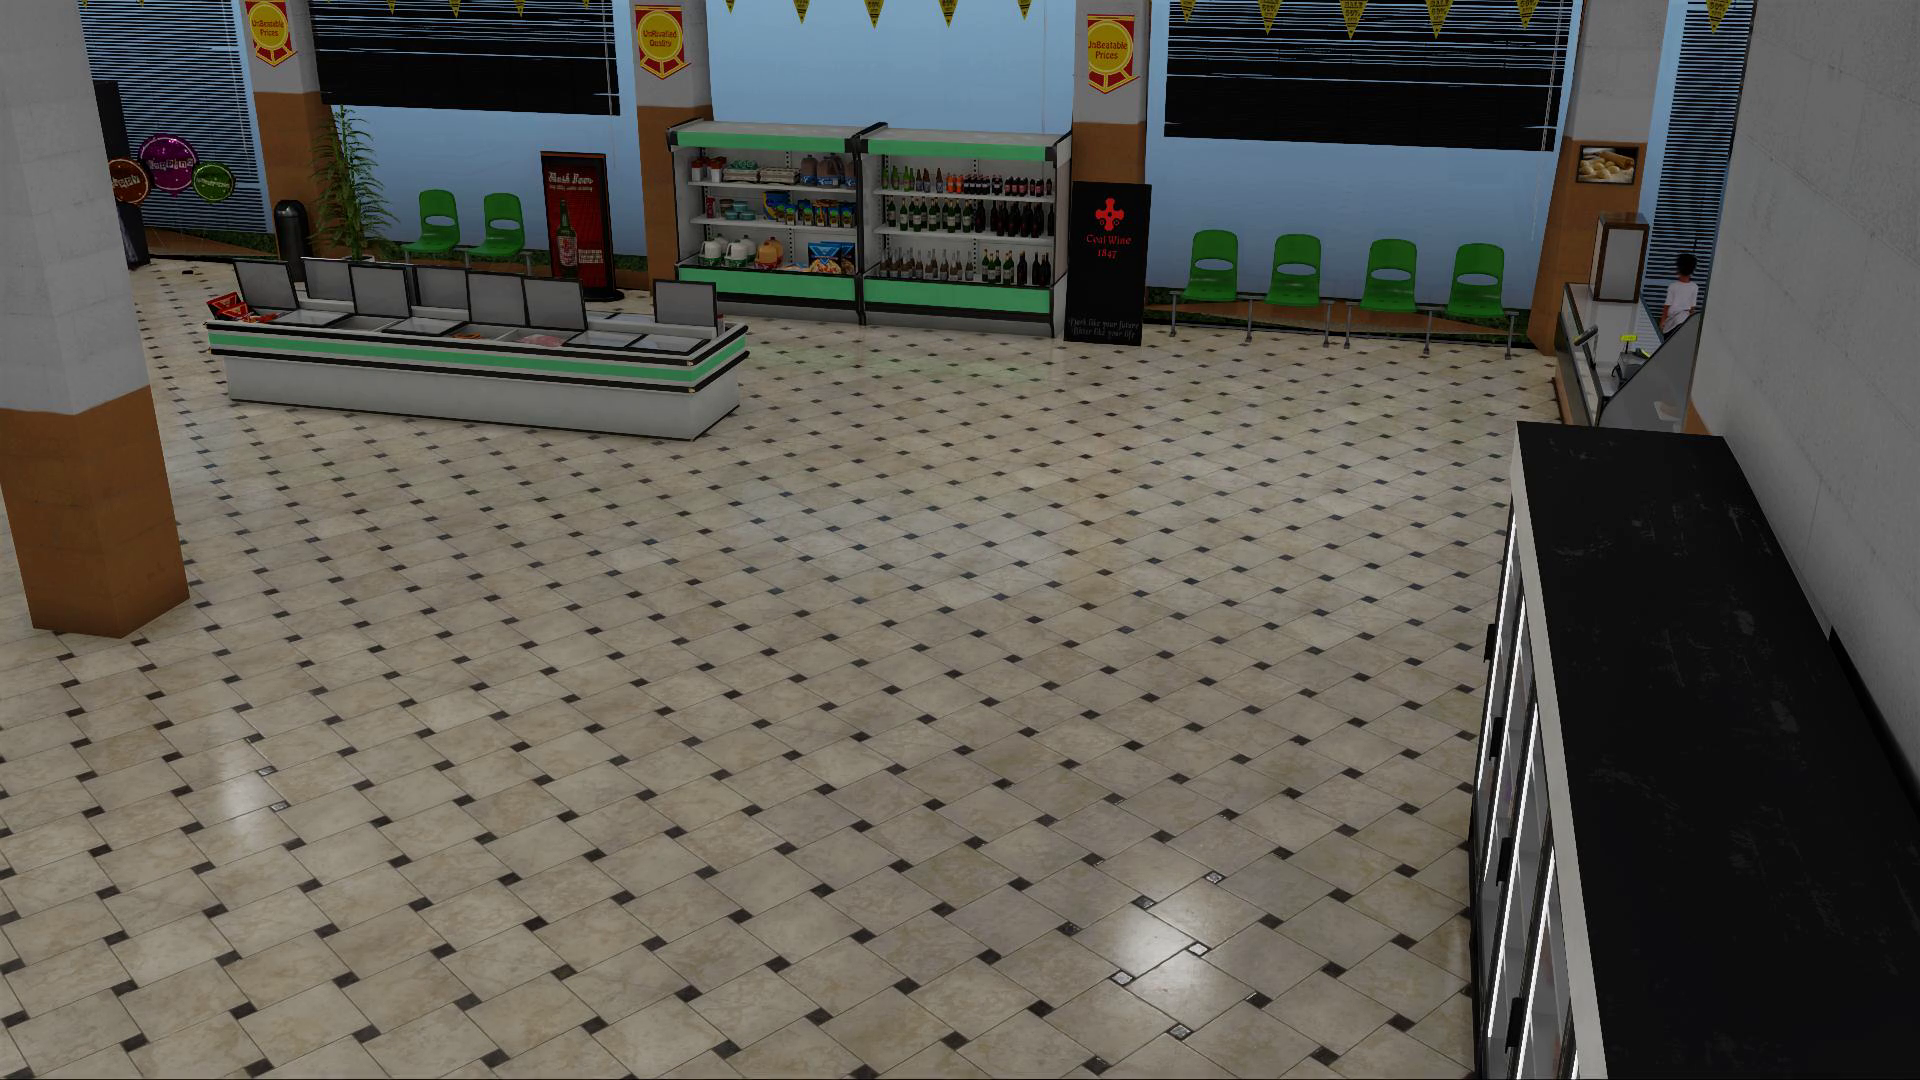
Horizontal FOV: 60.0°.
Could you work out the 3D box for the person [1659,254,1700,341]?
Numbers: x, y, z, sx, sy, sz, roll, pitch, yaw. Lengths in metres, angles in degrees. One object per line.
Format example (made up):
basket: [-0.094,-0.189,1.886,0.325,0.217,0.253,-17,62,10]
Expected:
person: [7.104,-2.204,16.451,0.521,1.263,0.614,-2,22,-6]
